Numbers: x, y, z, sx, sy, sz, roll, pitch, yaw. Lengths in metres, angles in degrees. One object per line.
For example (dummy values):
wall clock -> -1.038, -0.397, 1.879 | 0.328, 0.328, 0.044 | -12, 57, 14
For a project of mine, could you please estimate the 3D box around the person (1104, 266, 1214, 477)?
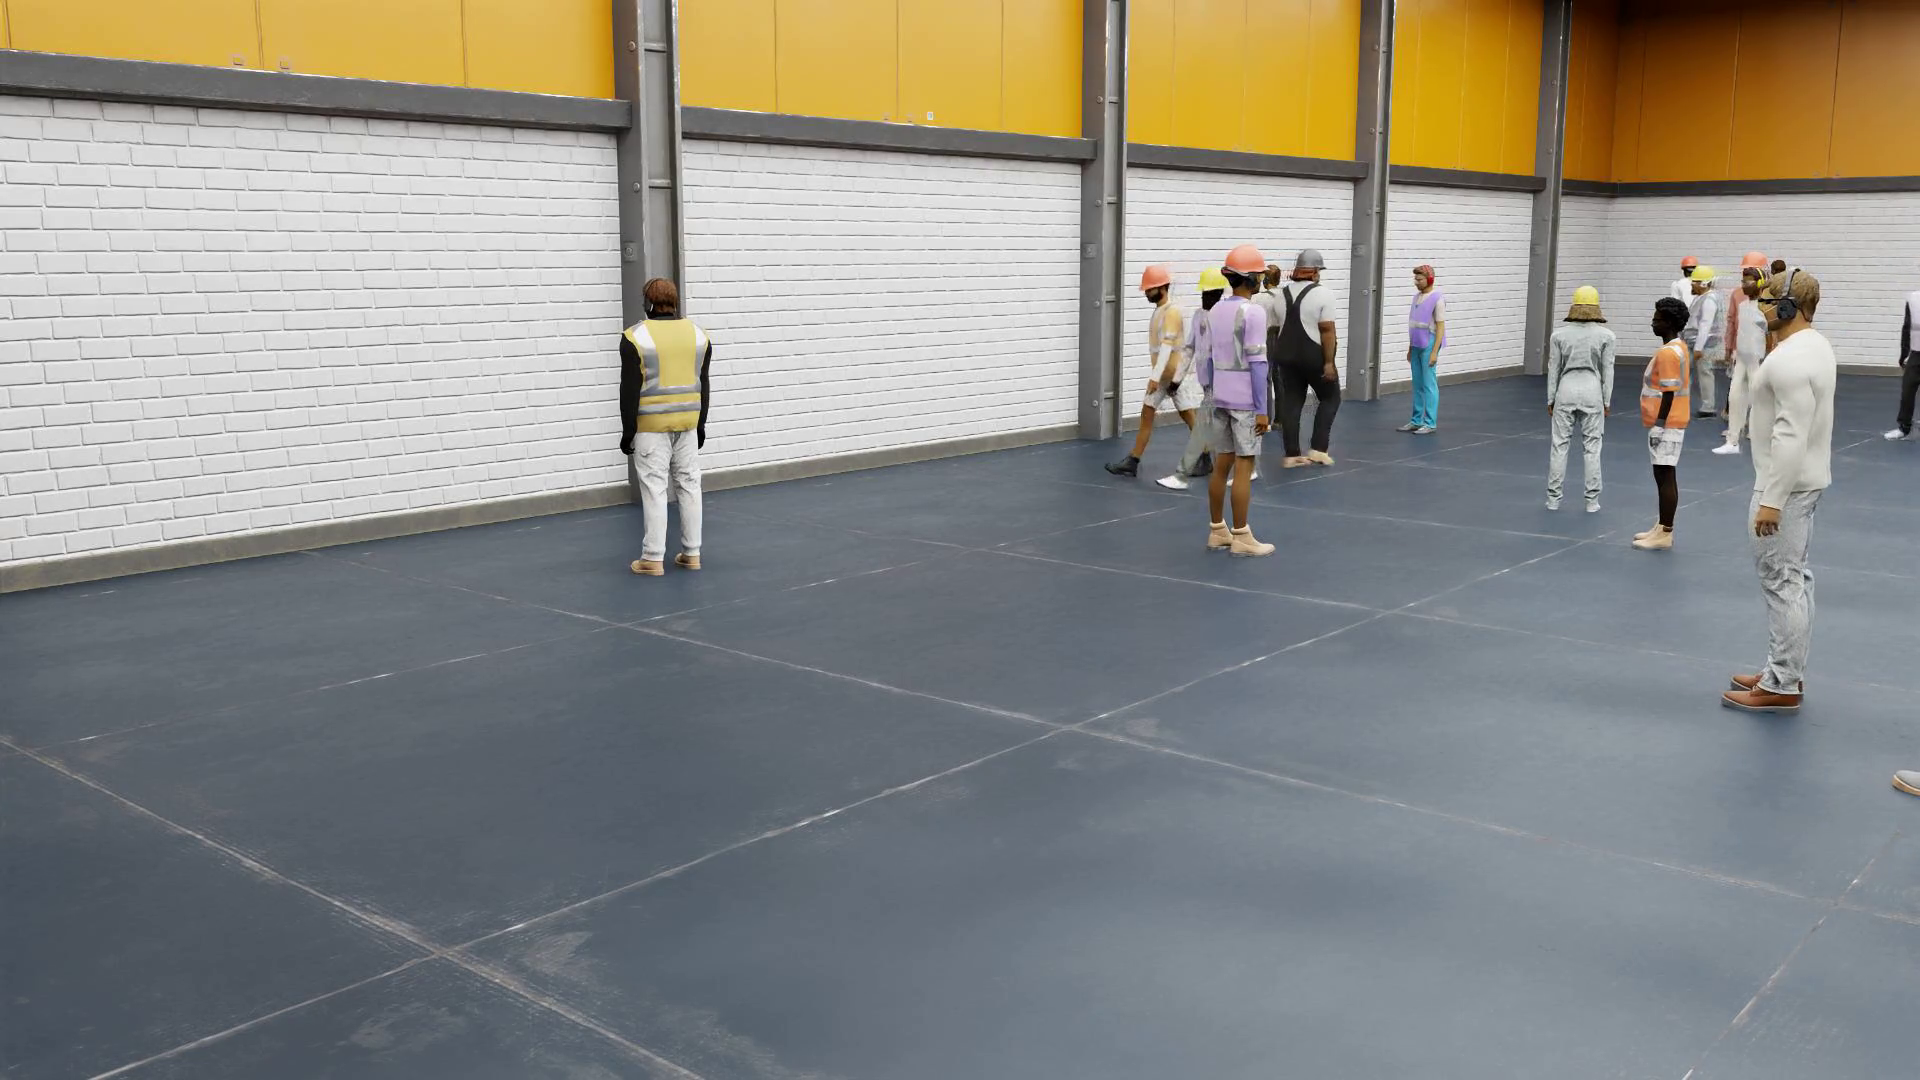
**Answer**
person -> 1.817, -1.464, 14.644 | 1.027, 1.875, 0.566 | -2, 10, -13

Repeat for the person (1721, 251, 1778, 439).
person -> 8.409, -2.060, 17.686 | 0.396, 1.989, 0.619 | -6, 11, -29

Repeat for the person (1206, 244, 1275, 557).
person -> 1.853, -0.913, 10.959 | 0.367, 2.048, 0.609 | -4, 11, -23

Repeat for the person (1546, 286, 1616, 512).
person -> 4.790, -1.088, 12.859 | 0.483, 1.735, 0.340 | 5, 11, 25

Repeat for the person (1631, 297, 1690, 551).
person -> 4.736, -0.779, 11.194 | 0.317, 1.696, 0.539 | 5, 11, 26

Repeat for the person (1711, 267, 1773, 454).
person -> 7.822, -1.753, 16.321 | 0.724, 1.847, 0.530 | -3, 10, -16

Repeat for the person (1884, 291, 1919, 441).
person -> 9.997, -1.907, 17.111 | 0.451, 1.874, 0.629 | -9, 14, -43

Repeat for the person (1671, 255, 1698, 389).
person -> 10.436, -3.112, 23.856 | 0.543, 1.912, 0.449 | 2, 10, 13

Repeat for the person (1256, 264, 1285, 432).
person -> 3.426, -2.111, 18.357 | 0.519, 1.844, 0.330 | -7, 12, -36

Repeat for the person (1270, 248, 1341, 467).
person -> 3.226, -1.681, 15.351 | 0.583, 2.000, 0.716 | -9, 13, -41

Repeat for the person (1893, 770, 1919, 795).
person -> 3.744, 0.026, 6.085 | 0.578, 1.883, 0.353 | -7, 12, -34

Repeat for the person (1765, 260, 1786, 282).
person -> 12.887, -3.501, 26.289 | 0.623, 1.841, 0.430 | -4, 11, -23

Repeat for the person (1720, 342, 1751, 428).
person -> 8.945, -2.116, 18.890 | 0.555, 1.655, 0.827 | 2, 10, 11

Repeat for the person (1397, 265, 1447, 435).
person -> 5.078, -2.068, 18.133 | 0.388, 1.838, 0.564 | -3, 10, -15

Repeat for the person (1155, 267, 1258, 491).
person -> 2.124, -1.343, 13.934 | 1.040, 1.865, 0.598 | -4, 11, -21

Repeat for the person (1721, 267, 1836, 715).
person -> 3.597, -0.210, 7.264 | 0.354, 1.937, 0.635 | 7, 12, 33

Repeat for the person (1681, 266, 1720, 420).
person -> 8.614, -2.318, 19.618 | 0.716, 1.808, 0.627 | 2, 10, 11

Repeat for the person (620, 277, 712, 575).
person -> -1.845, -0.703, 10.350 | 0.625, 1.844, 0.429 | -9, 13, -41
